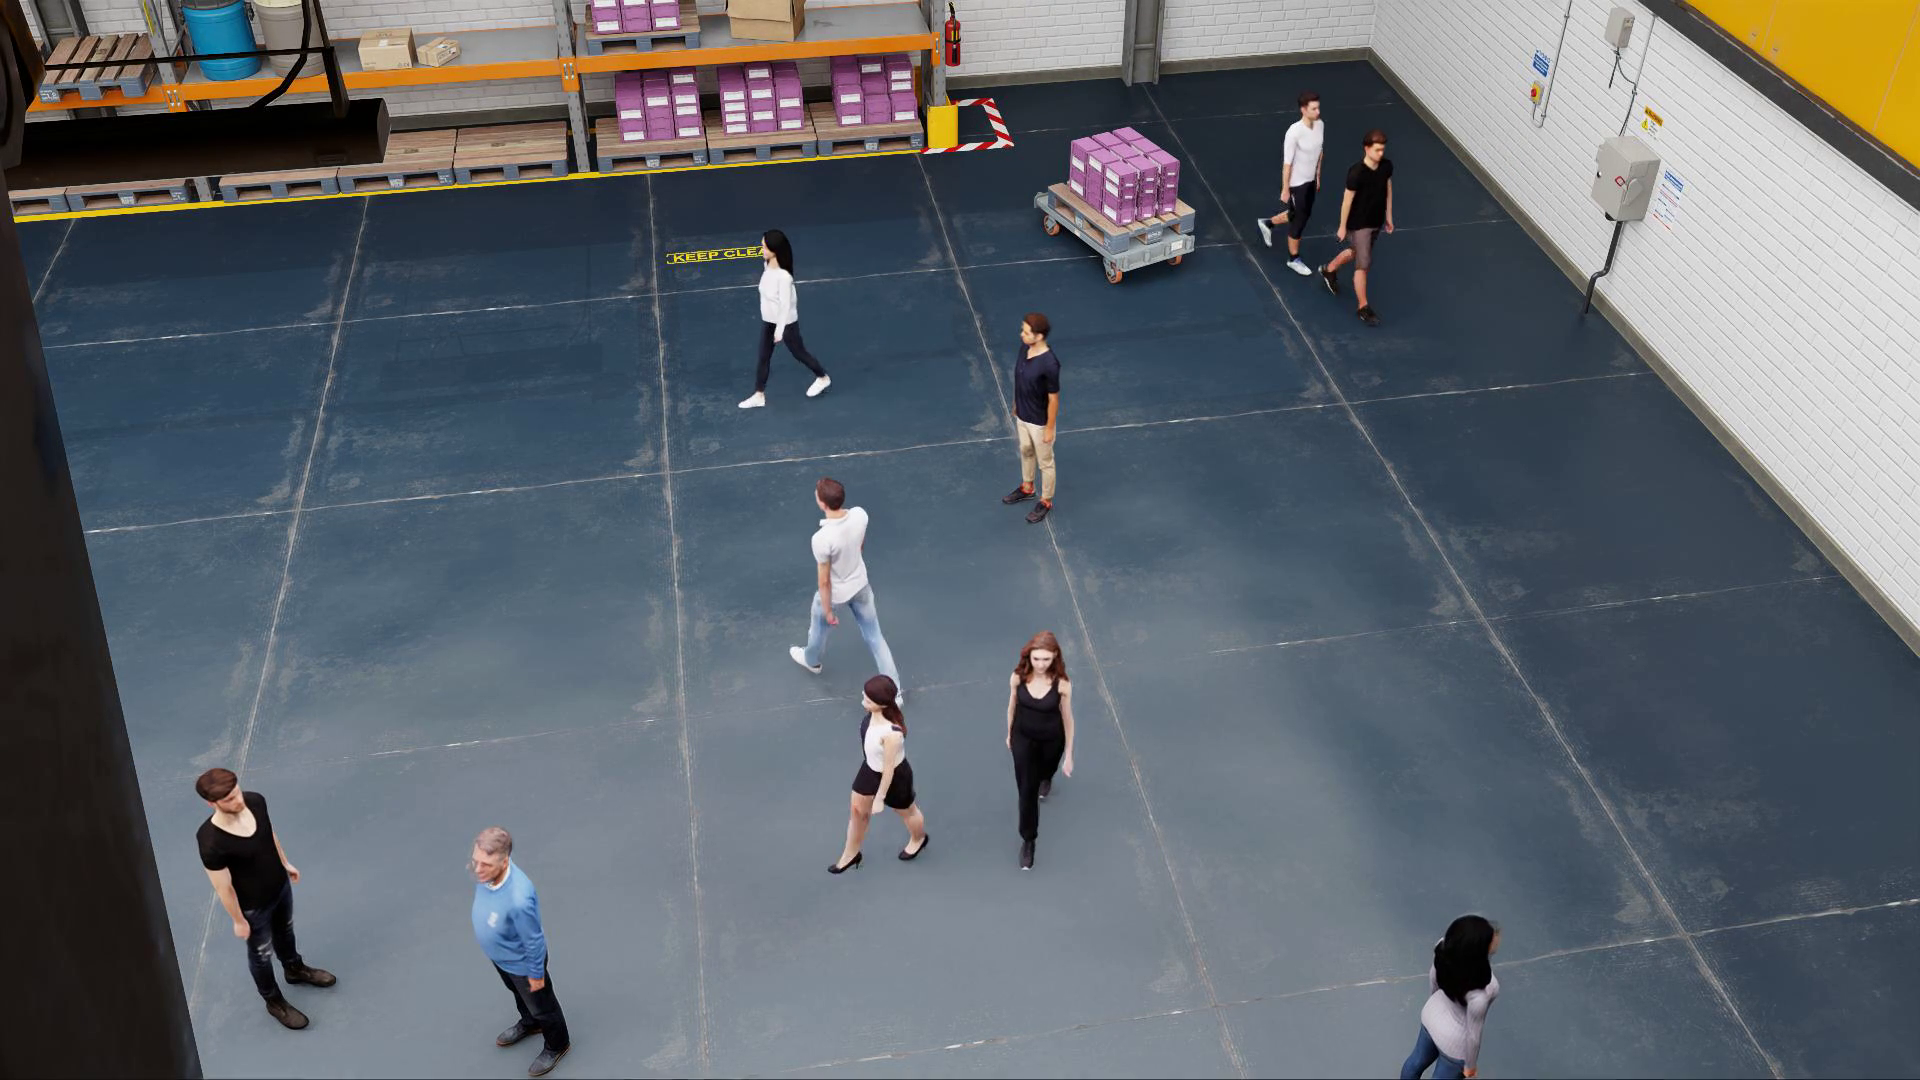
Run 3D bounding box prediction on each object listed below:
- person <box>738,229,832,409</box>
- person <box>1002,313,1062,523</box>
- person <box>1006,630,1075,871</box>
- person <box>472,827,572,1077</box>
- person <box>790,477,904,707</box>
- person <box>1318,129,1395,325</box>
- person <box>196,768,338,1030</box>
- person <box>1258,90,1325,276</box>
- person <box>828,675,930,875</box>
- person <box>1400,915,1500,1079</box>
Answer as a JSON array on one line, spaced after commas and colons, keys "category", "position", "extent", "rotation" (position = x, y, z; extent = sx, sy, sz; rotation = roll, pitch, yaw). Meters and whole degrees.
[{"category": "person", "position": [-1.452, -1.897, 14.356], "extent": [1.181, 1.661, 0.913], "rotation": [-22, 44, -25]}, {"category": "person", "position": [0.605, -0.990, 13.065], "extent": [0.664, 1.855, 0.704], "rotation": [-22, 43, -25]}, {"category": "person", "position": [0.520, 1.172, 10.476], "extent": [1.134, 1.709, 0.905], "rotation": [5, 39, 6]}, {"category": "person", "position": [-2.422, 2.216, 9.076], "extent": [0.764, 1.823, 0.747], "rotation": [-32, 48, -33]}, {"category": "person", "position": [-0.713, 0.393, 11.373], "extent": [1.243, 1.805, 1.173], "rotation": [-31, 48, -33]}, {"category": "person", "position": [3.750, -3.026, 15.629], "extent": [1.211, 1.837, 1.040], "rotation": [-22, 44, -26]}, {"category": "person", "position": [-3.949, 1.965, 9.332], "extent": [0.724, 1.896, 0.743], "rotation": [10, 40, 13]}, {"category": "person", "position": [3.270, -3.540, 16.276], "extent": [1.060, 1.833, 1.054], "rotation": [-30, 48, -32]}, {"category": "person", "position": [-0.364, 1.435, 10.216], "extent": [0.968, 1.621, 0.732], "rotation": [-19, 42, -22]}, {"category": "person", "position": [2.545, 2.570, 8.703], "extent": [0.550, 1.737, 0.620], "rotation": [-10, 40, -12]}]
